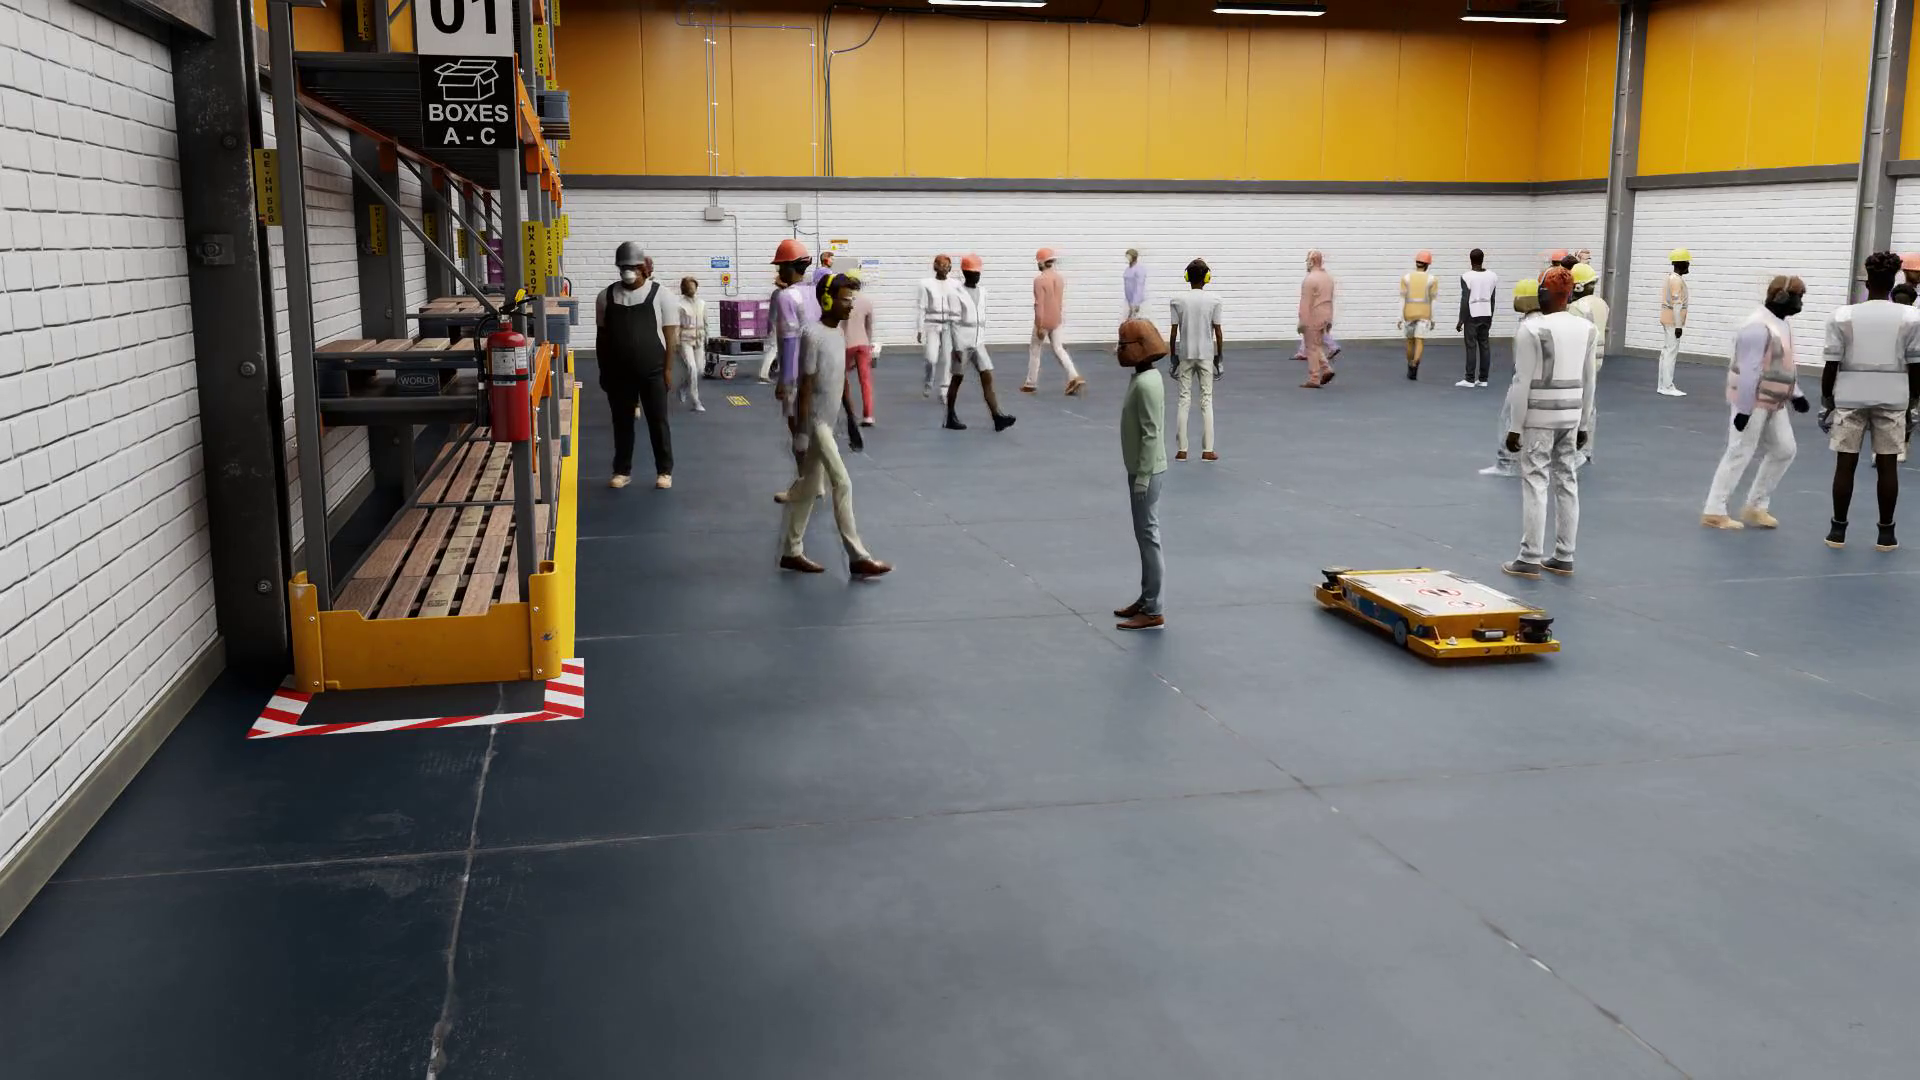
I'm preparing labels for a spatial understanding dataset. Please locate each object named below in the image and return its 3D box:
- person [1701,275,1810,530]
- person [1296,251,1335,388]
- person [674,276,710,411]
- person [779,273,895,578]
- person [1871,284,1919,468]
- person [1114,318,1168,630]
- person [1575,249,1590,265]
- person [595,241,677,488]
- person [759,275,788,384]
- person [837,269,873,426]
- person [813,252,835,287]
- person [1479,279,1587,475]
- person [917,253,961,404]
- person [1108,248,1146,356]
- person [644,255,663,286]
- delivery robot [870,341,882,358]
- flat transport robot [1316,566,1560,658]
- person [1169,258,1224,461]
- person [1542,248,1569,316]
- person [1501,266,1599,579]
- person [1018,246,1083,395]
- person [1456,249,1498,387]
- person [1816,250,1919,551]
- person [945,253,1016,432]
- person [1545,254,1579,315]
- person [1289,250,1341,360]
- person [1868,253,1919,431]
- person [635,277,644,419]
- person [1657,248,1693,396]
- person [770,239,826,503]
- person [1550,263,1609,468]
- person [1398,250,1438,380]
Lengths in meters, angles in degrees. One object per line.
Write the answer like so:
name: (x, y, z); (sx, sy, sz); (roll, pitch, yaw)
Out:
person: (5.627, -0.962, 11.731); (0.562, 1.794, 0.655); (9, 14, 42)
person: (4.877, -3.033, 22.950); (0.419, 1.891, 0.644); (8, 13, 39)
person: (-3.266, -2.358, 19.957); (0.593, 1.619, 0.524); (9, 14, 42)
person: (-0.725, -0.680, 10.043); (0.880, 1.828, 0.532); (3, 11, 14)
person: (8.493, -1.485, 15.029); (0.536, 1.650, 0.869); (6, 12, 30)
person: (0.950, -0.345, 8.745); (0.273, 1.631, 0.507); (1, 10, 4)
person: (9.209, -3.371, 24.782); (0.641, 1.902, 0.402); (-8, 13, -38)
person: (-2.669, -1.428, 13.621); (0.677, 2.000, 0.535); (1, 10, 4)
person: (-2.525, -3.033, 23.770); (0.876, 1.578, 0.524); (-6, 12, -29)
person: (-1.192, -2.118, 18.350); (0.541, 1.718, 0.945); (-6, 12, -30)
person: (-2.300, -3.939, 28.081); (0.391, 1.841, 0.564); (-7, 13, -36)
person: (4.969, -1.378, 14.260); (0.823, 1.710, 0.480); (7, 12, 34)
person: (-0.253, -2.623, 20.715); (0.609, 1.868, 0.462); (-3, 11, -15)
person: (3.113, -4.195, 29.349); (0.978, 1.902, 0.643); (-5, 11, -26)
person: (-4.499, -3.141, 23.725); (0.535, 1.820, 0.669); (-1, 10, -8)
delivery robot: (-1.611, -3.037, 26.390); (0.707, 0.478, 0.477); (-5, 11, -25)
flat transport robot: (2.450, 0.350, 8.671); (0.652, 0.197, 1.431); (-2, 11, -11)
person: (2.184, -1.655, 15.351); (0.510, 1.872, 0.328); (3, 11, 14)
person: (8.639, -3.307, 24.363); (0.721, 1.922, 0.555); (6, 12, 30)
person: (3.567, -0.702, 10.049); (0.575, 1.882, 0.338); (-4, 11, -22)
person: (1.205, -2.881, 21.918); (0.975, 1.964, 0.620); (10, 14, 43)
person: (7.196, -3.087, 23.166); (0.587, 1.915, 0.393); (-4, 11, -22)
person: (5.990, -0.909, 10.949); (0.605, 1.966, 0.373); (6, 12, 29)
person: (0.168, -2.078, 17.650); (0.557, 1.882, 0.991); (-8, 13, -37)
person: (6.997, -2.359, 19.250); (0.518, 1.872, 0.326); (2, 10, 13)
person: (6.101, -4.000, 28.357); (0.936, 1.871, 0.654); (-2, 10, -9)
person: (9.914, -2.025, 17.327); (0.567, 1.890, 0.958); (-2, 10, -10)
person: (-3.699, -2.238, 19.160); (0.550, 1.646, 0.860); (-2, 10, -10)
person: (9.401, -2.862, 21.870); (0.354, 1.930, 0.588); (2, 10, 13)
person: (-1.281, -1.305, 12.928); (0.394, 2.041, 0.612); (4, 11, 21)
person: (5.557, -1.563, 14.948); (0.403, 1.831, 0.586); (10, 14, 43)
person: (6.725, -3.312, 24.461); (0.544, 1.902, 0.896); (4, 11, 23)
